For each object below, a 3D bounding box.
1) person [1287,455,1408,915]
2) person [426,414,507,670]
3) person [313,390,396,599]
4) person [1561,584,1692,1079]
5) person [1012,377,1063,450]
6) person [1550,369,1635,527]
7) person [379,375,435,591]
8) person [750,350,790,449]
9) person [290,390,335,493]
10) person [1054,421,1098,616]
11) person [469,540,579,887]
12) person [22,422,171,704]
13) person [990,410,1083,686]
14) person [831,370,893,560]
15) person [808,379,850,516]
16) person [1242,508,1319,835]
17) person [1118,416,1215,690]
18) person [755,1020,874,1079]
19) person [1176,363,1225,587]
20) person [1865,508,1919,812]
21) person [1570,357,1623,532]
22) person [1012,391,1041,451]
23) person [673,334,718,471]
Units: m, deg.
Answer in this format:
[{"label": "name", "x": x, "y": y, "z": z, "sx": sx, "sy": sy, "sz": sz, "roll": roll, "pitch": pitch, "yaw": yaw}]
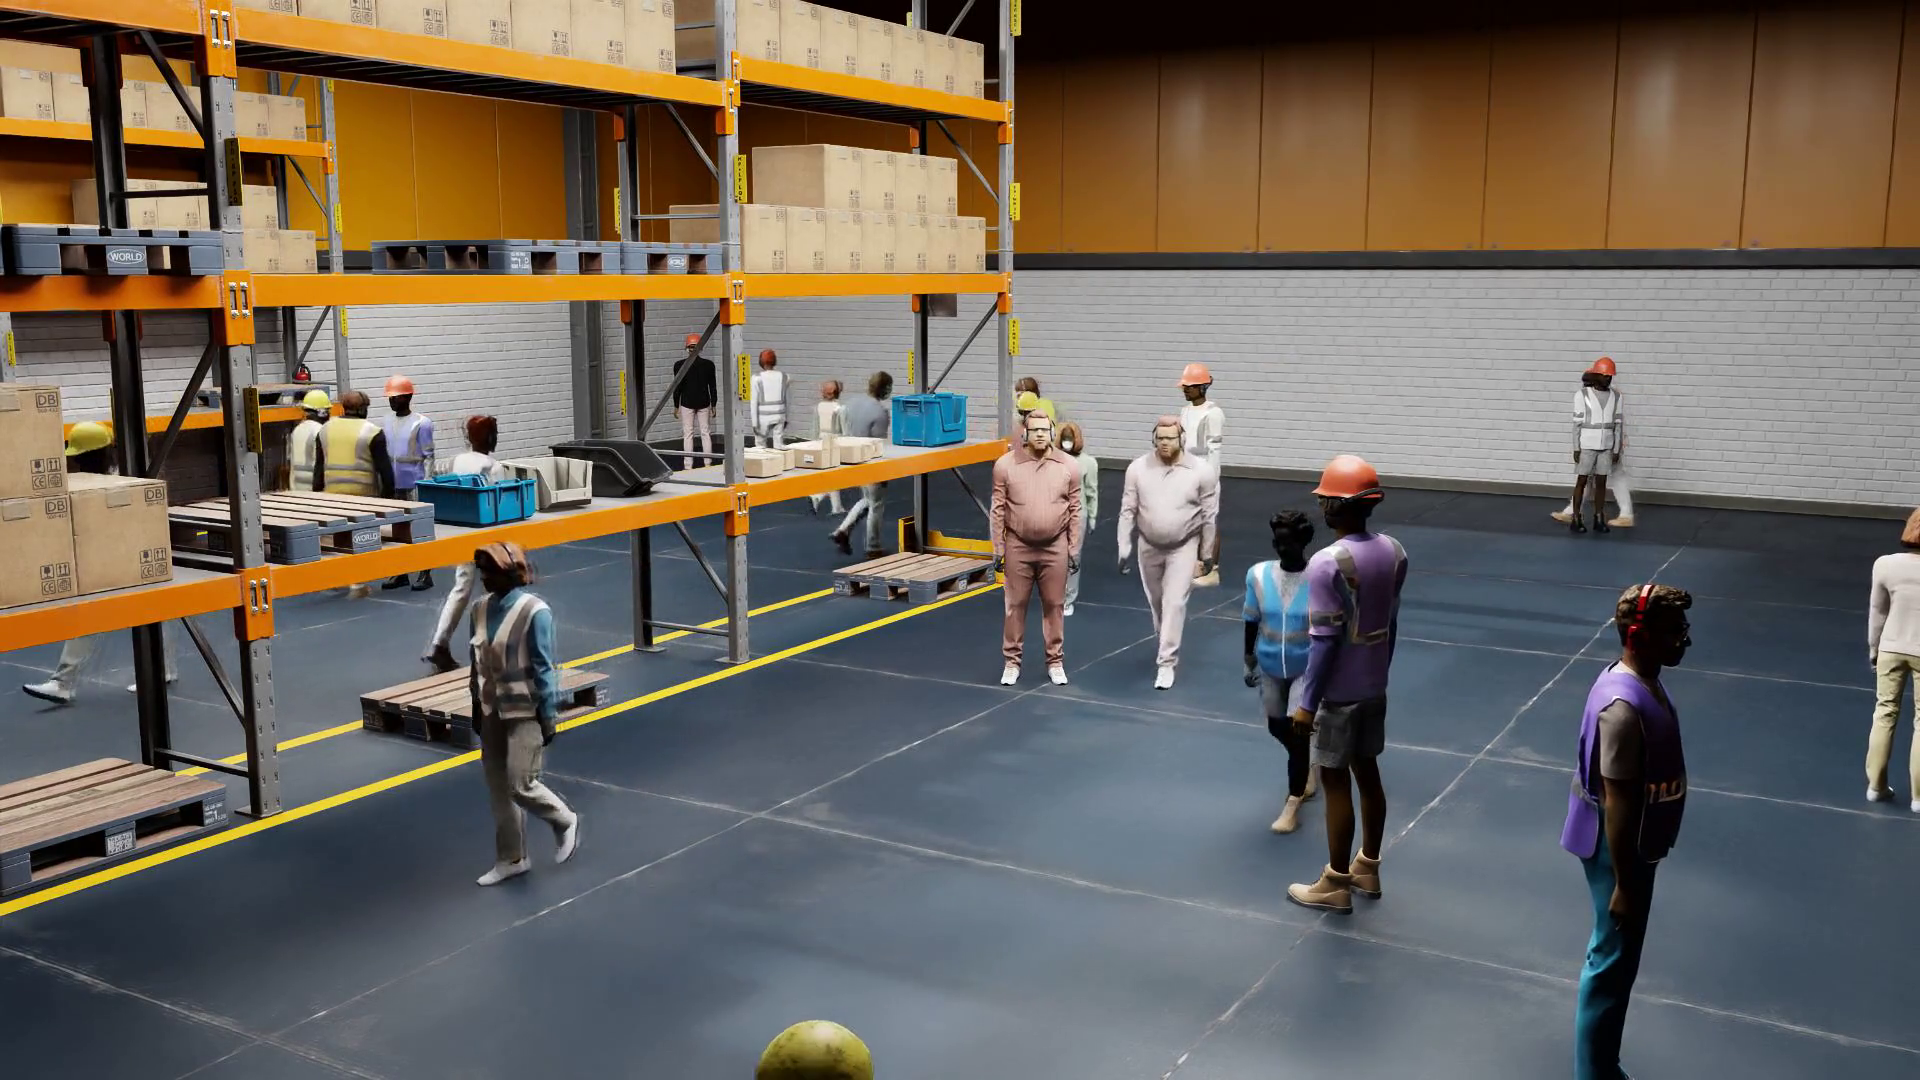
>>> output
[{"label": "person", "x": 1.706, "y": 0.641, "z": 7.413, "sx": 0.605, "sy": 2.045, "sz": 0.377, "roll": -8, "pitch": 12, "yaw": -42}, {"label": "person", "x": -3.491, "y": 0.010, "z": 11.979, "sx": 0.564, "sy": 1.849, "sz": 0.949, "roll": 5, "pitch": 10, "yaw": 26}, {"label": "person", "x": -5.322, "y": -0.408, "z": 14.682, "sx": 0.697, "sy": 1.816, "sz": 0.658, "roll": 2, "pitch": 9, "yaw": 10}, {"label": "person", "x": 2.190, "y": 1.046, "z": 5.493, "sx": 0.380, "sy": 1.845, "sz": 0.570, "roll": 4, "pitch": 10, "yaw": 25}, {"label": "person", "x": 0.829, "y": -0.795, "z": 17.240, "sx": 0.678, "sy": 1.781, "sz": 0.972, "roll": -8, "pitch": 12, "yaw": -40}, {"label": "person", "x": 7.145, "y": -1.022, "z": 18.627, "sx": 0.960, "sy": 1.771, "sz": 0.636, "roll": 1, "pitch": 9, "yaw": 4}, {"label": "person", "x": -4.977, "y": -0.508, "z": 14.916, "sx": 0.548, "sy": 1.937, "sz": 0.358, "roll": 3, "pitch": 9, "yaw": 16}, {"label": "person", "x": -2.519, "y": -1.571, "z": 21.852, "sx": 0.585, "sy": 1.844, "sz": 0.845, "roll": -4, "pitch": 10, "yaw": -22}, {"label": "person", "x": -5.925, "y": -0.475, "z": 15.200, "sx": 0.949, "sy": 1.793, "sz": 0.578, "roll": -9, "pitch": 12, "yaw": -43}, {"label": "person", "x": 0.904, "y": -0.193, "z": 13.899, "sx": 0.514, "sy": 1.621, "sz": 0.435, "roll": 3, "pitch": 9, "yaw": 15}, {"label": "person", "x": -2.054, "y": 0.796, "z": 7.737, "sx": 0.532, "sy": 1.622, "sz": 0.424, "roll": 6, "pitch": 11, "yaw": 34}, {"label": "person", "x": -5.691, "y": 0.156, "z": 10.984, "sx": 0.606, "sy": 1.863, "sz": 1.006, "roll": 5, "pitch": 10, "yaw": 27}, {"label": "person", "x": 0.528, "y": 0.056, "z": 11.475, "sx": 0.642, "sy": 1.913, "sz": 0.408, "roll": 0, "pitch": 9, "yaw": -1}, {"label": "person", "x": -0.915, "y": -0.720, "z": 16.346, "sx": 0.551, "sy": 1.901, "sz": 0.686, "roll": -6, "pitch": 11, "yaw": -32}, {"label": "person", "x": -1.533, "y": -1.061, "z": 19.384, "sx": 0.516, "sy": 1.615, "sz": 0.670, "roll": 8, "pitch": 12, "yaw": 41}, {"label": "person", "x": 1.761, "y": 0.633, "z": 8.638, "sx": 0.544, "sy": 1.665, "sz": 0.712, "roll": 6, "pitch": 11, "yaw": 33}, {"label": "person", "x": 1.458, "y": 0.045, "z": 11.724, "sx": 0.659, "sy": 1.863, "sz": 0.980, "roll": 3, "pitch": 10, "yaw": 19}, {"label": "person", "x": -0.215, "y": 1.570, "z": 2.669, "sx": 0.512, "sy": 1.693, "sz": 0.885, "roll": 0, "pitch": 9, "yaw": 2}, {"label": "person", "x": 2.150, "y": -0.584, "z": 15.118, "sx": 0.423, "sy": 2.035, "sz": 0.601, "roll": -4, "pitch": 10, "yaw": -24}, {"label": "person", "x": 5.073, "y": 0.624, "z": 8.825, "sx": 0.281, "sy": 1.626, "sz": 0.495, "roll": -8, "pitch": 12, "yaw": -40}, {"label": "person", "x": 6.997, "y": -1.036, "z": 18.252, "sx": 0.547, "sy": 1.933, "sz": 0.380, "roll": 0, "pitch": 9, "yaw": -3}, {"label": "person", "x": 0.660, "y": -0.596, "z": 16.198, "sx": 0.834, "sy": 1.708, "sz": 0.545, "roll": 8, "pitch": 12, "yaw": 40}, {"label": "person", "x": -3.734, "y": -1.903, "z": 23.439, "sx": 0.624, "sy": 1.992, "sz": 0.390, "roll": -3, "pitch": 10, "yaw": -20}]
